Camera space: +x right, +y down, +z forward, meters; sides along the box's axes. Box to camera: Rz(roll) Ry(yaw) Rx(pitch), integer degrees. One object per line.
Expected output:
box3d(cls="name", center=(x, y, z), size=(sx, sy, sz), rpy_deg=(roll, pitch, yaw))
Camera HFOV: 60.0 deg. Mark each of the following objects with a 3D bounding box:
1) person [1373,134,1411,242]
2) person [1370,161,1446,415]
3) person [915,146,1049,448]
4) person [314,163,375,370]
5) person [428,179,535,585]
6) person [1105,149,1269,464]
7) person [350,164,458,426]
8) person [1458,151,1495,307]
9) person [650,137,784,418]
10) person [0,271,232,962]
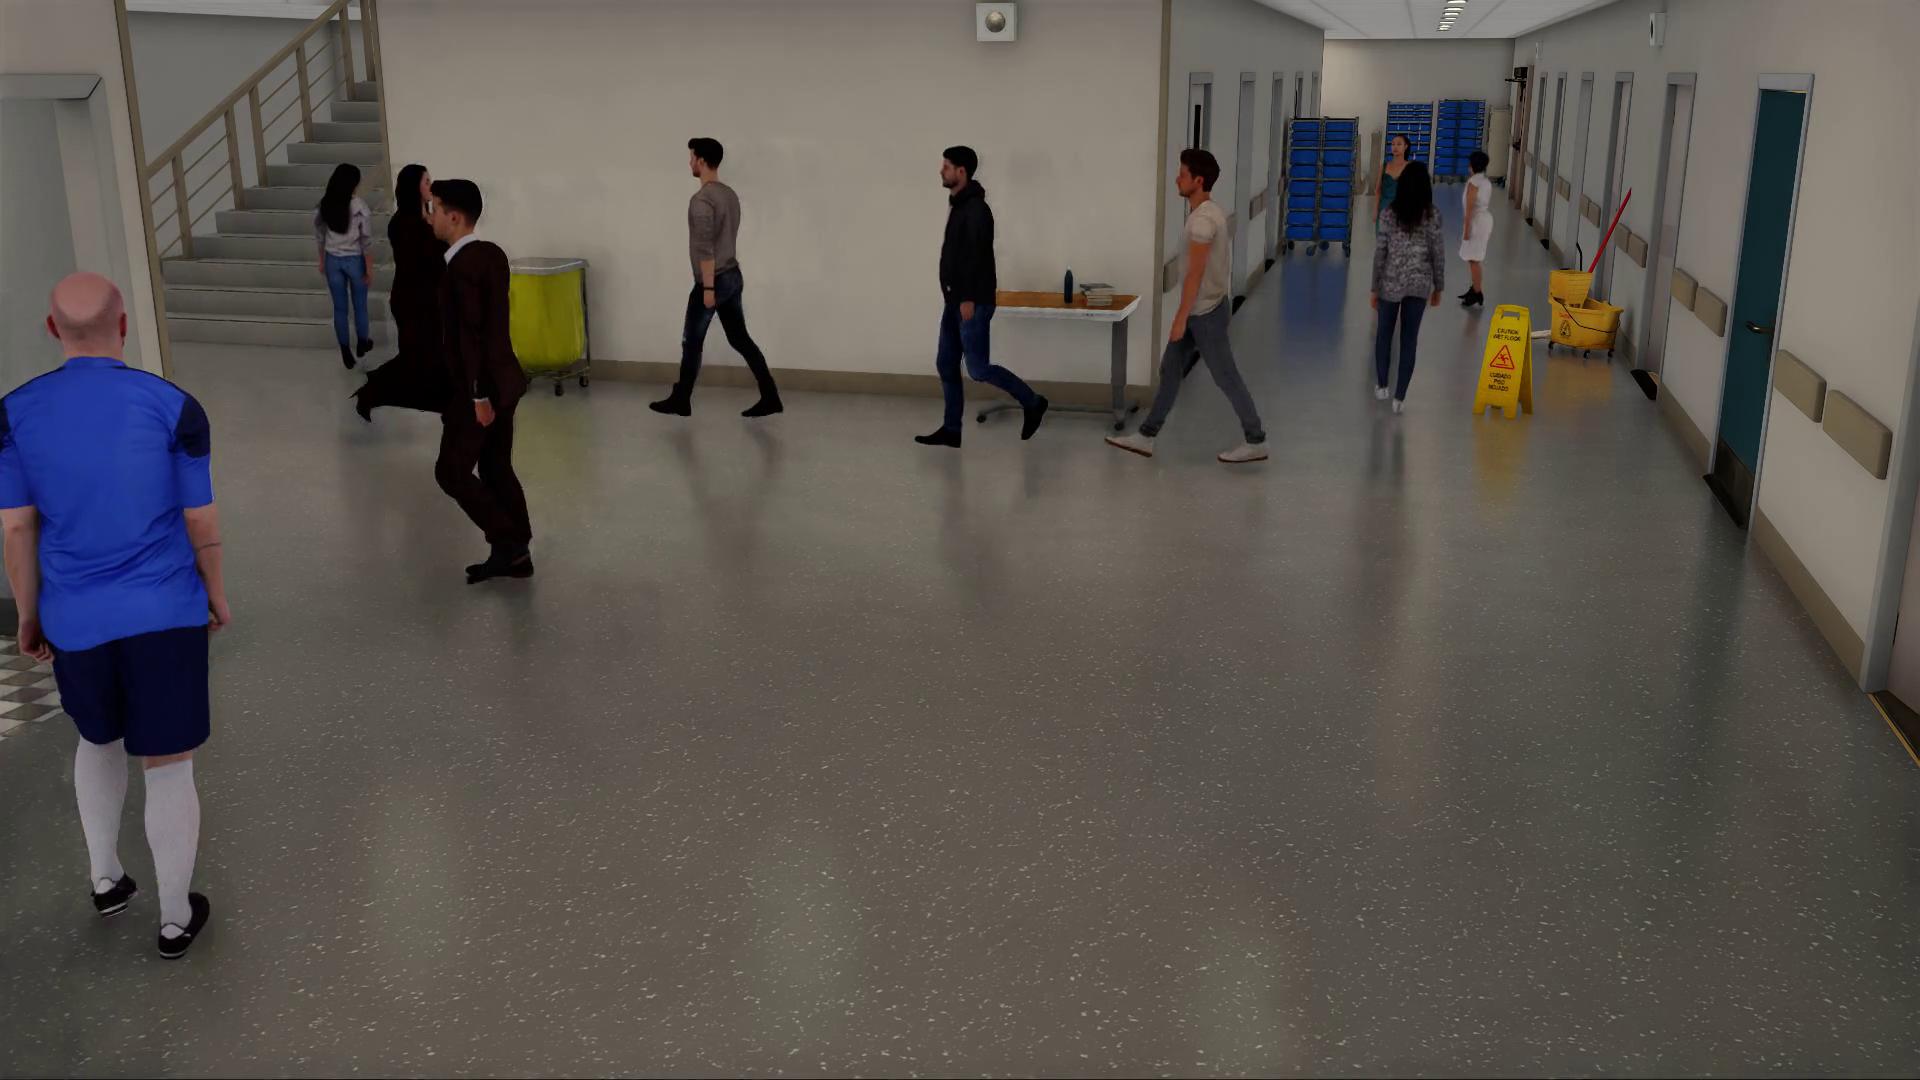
box3d(cls="person", center=(4.551, -3.397, 17.475), size=(0.583, 1.686, 0.539), rpy_deg=(7, 17, 24))
box3d(cls="person", center=(3.066, -1.719, 11.486), size=(0.647, 1.705, 0.895), rpy_deg=(4, 16, 14))
box3d(cls="person", center=(0.148, -1.477, 10.327), size=(1.074, 1.869, 1.131), rpy_deg=(-4, 16, -14))
box3d(cls="person", center=(-4.874, -2.130, 13.180), size=(0.868, 1.577, 1.096), rpy_deg=(-2, 16, -6))
box3d(cls="person", center=(-2.092, -0.703, 7.618), size=(0.780, 1.848, 0.625), rpy_deg=(1, 16, 5))
box3d(cls="person", center=(1.528, -1.311, 9.794), size=(0.860, 1.837, 1.188), rpy_deg=(2, 16, 6))
box3d(cls="person", center=(-3.528, -1.499, 10.649), size=(0.849, 1.736, 0.983), rpy_deg=(0, 16, 0))
box3d(cls="person", center=(5.308, -3.182, 16.982), size=(0.740, 1.539, 0.638), rpy_deg=(8, 18, 26))
box3d(cls="person", center=(-1.530, -1.682, 11.079), size=(0.843, 1.856, 1.162), rpy_deg=(6, 17, 20))
box3d(cls="person", center=(-2.202, 0.234, 4.332), size=(0.784, 1.829, 0.798), rpy_deg=(-2, 16, -8))
